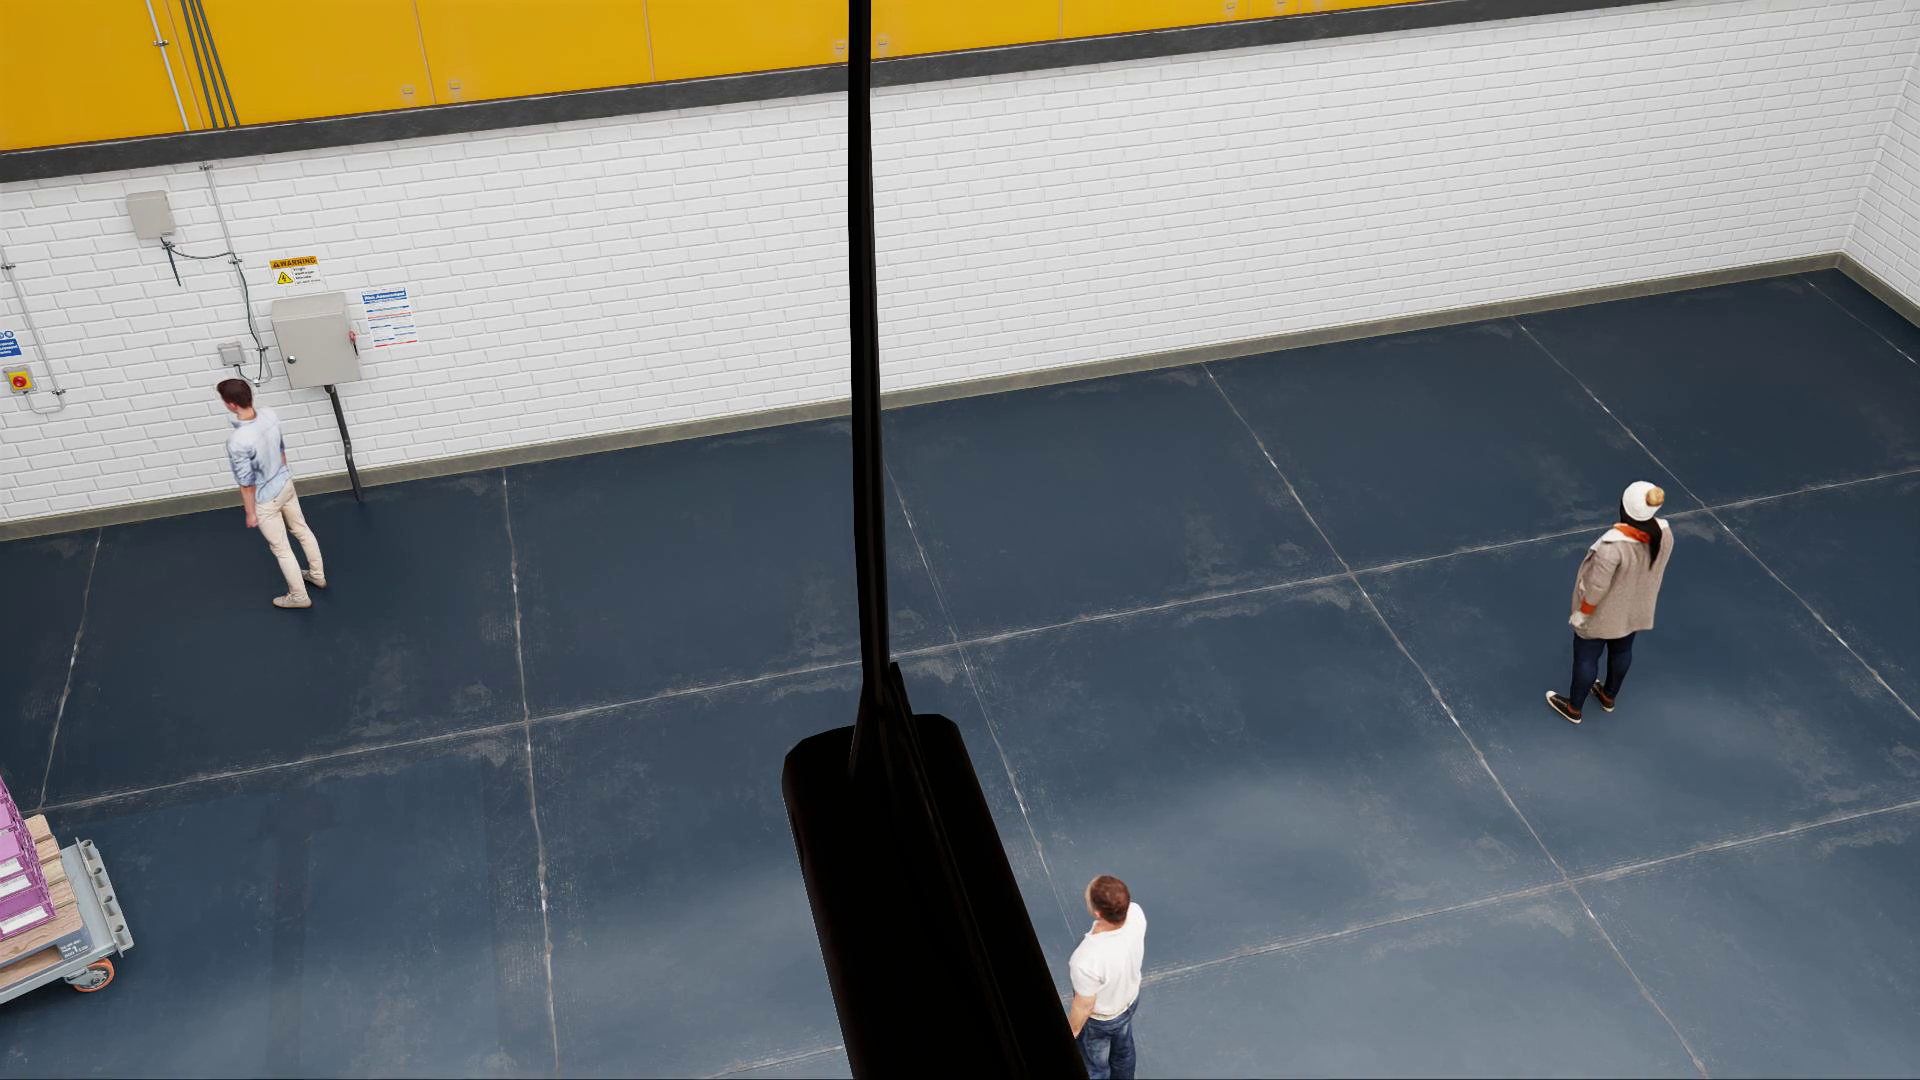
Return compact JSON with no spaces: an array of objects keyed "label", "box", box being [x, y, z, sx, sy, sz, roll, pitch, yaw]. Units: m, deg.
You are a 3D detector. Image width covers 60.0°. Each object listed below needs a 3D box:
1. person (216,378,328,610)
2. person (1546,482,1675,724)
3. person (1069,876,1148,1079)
[{"label":"person","box":[-4.750,-0.328,11.468,0.795,1.847,0.678,10,40,13]},{"label":"person","box":[4.166,0.383,10.546,0.706,1.887,0.681,-13,40,-15]},{"label":"person","box":[0.724,2.299,8.175,0.773,1.853,0.753,28,46,31]}]
